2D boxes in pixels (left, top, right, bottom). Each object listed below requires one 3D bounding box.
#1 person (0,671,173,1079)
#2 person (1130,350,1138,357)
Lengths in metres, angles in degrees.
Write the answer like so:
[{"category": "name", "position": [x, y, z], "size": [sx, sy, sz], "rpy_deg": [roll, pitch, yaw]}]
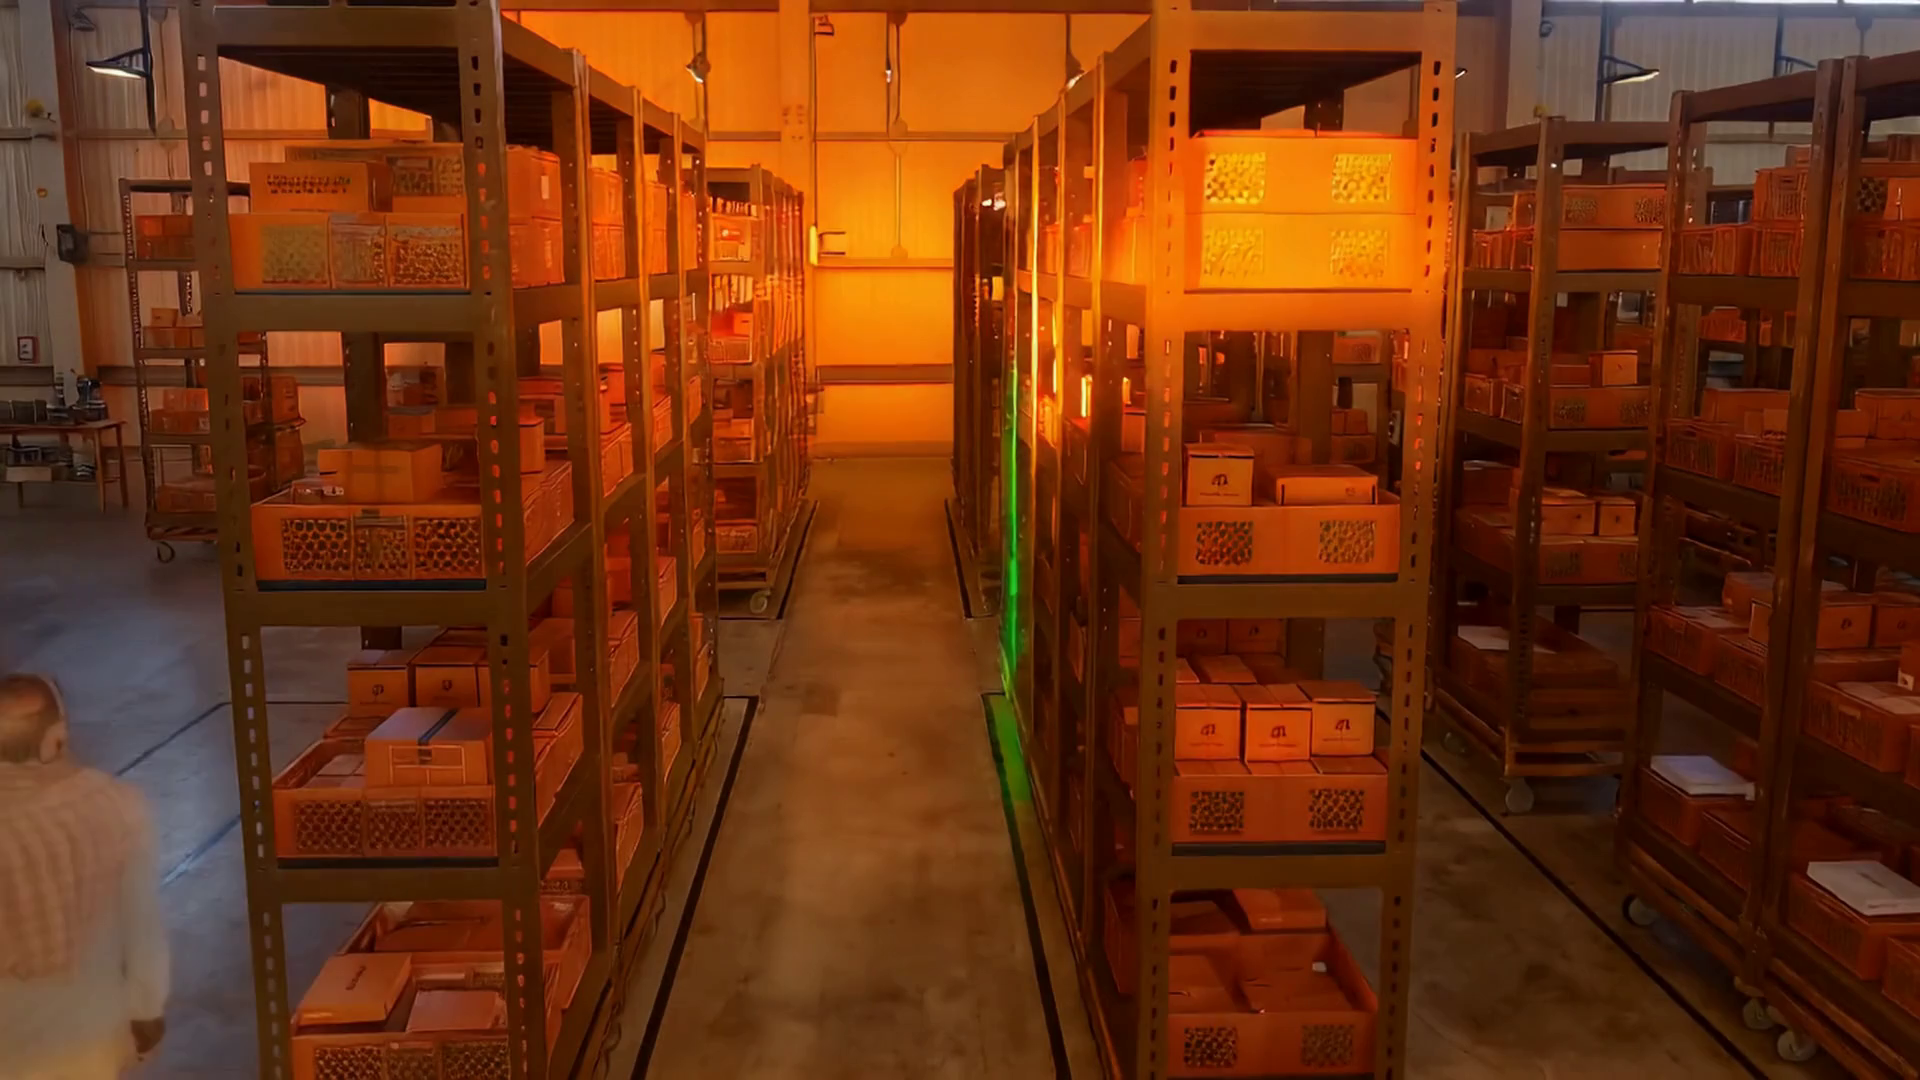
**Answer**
[{"category": "person", "position": [-2.384, 1.284, 4.324], "size": [0.531, 1.877, 0.672], "rpy_deg": [6, 12, 31]}, {"category": "person", "position": [2.007, -1.370, 19.696], "size": [0.632, 1.786, 0.412], "rpy_deg": [6, 12, 32]}]
